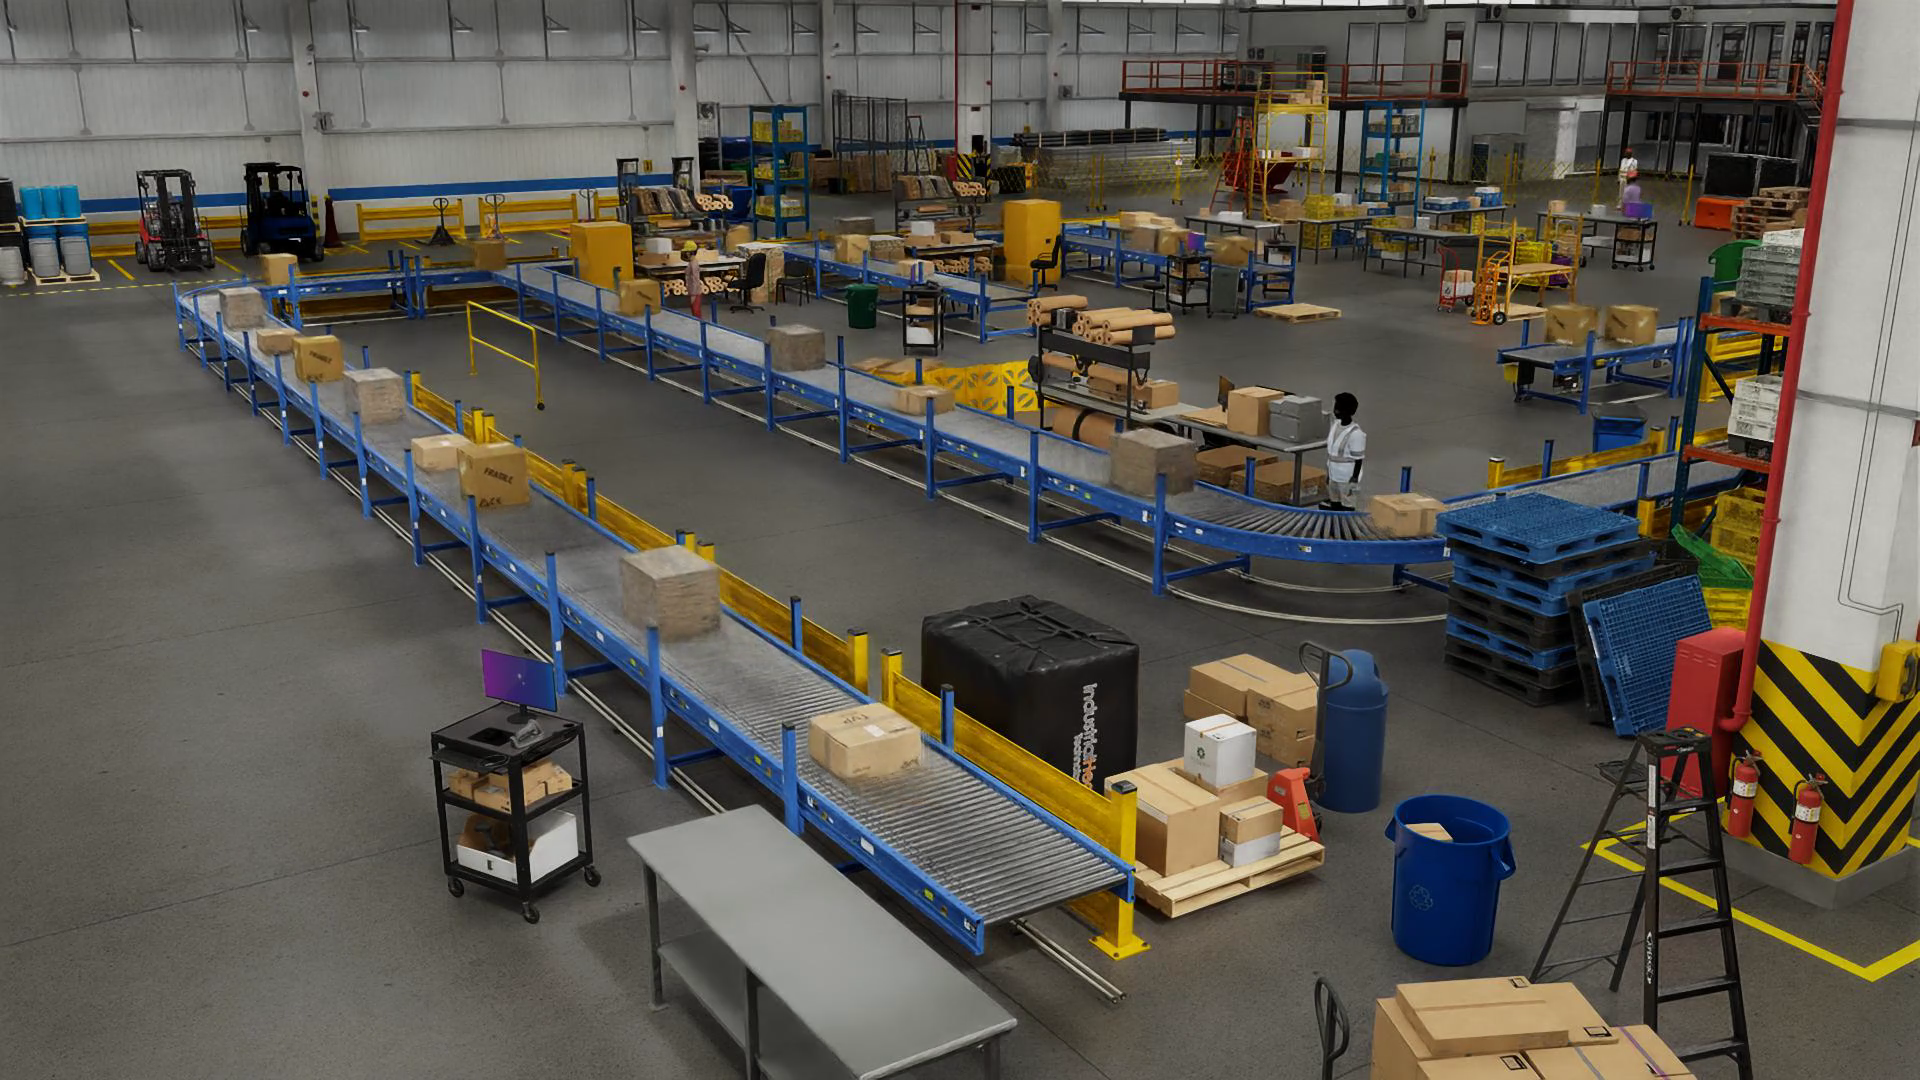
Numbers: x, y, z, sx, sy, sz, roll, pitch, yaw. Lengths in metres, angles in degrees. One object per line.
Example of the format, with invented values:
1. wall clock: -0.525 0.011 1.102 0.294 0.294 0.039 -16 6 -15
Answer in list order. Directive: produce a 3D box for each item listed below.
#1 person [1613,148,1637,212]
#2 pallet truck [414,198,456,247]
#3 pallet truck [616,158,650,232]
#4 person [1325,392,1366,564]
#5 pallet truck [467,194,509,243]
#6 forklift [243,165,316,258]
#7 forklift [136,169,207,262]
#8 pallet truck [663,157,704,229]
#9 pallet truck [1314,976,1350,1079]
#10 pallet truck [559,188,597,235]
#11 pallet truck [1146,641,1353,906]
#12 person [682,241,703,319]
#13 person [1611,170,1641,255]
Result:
1. person: 19.882 -10.738 49.641 0.354 1.887 0.573 -10 19 -29
2. pallet truck: -13.250 -8.060 41.856 0.680 1.201 1.601 -10 20 -31
3. pallet truck: -8.918 -9.176 44.255 0.823 1.965 1.885 -9 19 -27
4. person: 3.751 -0.615 16.275 0.322 1.699 0.535 -5 17 -17
5. pallet truck: -11.983 -8.177 42.137 0.704 1.261 1.522 -11 20 -33
6. forklift: -15.898 -7.669 38.708 1.157 1.987 2.680 -11 20 -33
7. forklift: -17.842 -7.318 37.559 1.157 1.987 2.680 -10 20 -31
8. pallet truck: -7.586 -9.308 44.692 0.823 1.965 1.885 -11 20 -33
9. pallet truck: 2.299 2.390 7.086 1.601 1.201 0.680 -2 17 -7
10. pallet truck: -10.010 -8.652 43.699 0.653 1.274 1.630 -10 20 -31
11. pallet truck: 1.664 1.407 10.232 1.630 1.274 0.653 -10 20 -31
12. person: -4.458 -4.102 27.768 0.308 1.769 0.524 -4 17 -13
13. person: 15.778 -7.732 39.410 0.635 2.018 0.638 -10 20 -31
